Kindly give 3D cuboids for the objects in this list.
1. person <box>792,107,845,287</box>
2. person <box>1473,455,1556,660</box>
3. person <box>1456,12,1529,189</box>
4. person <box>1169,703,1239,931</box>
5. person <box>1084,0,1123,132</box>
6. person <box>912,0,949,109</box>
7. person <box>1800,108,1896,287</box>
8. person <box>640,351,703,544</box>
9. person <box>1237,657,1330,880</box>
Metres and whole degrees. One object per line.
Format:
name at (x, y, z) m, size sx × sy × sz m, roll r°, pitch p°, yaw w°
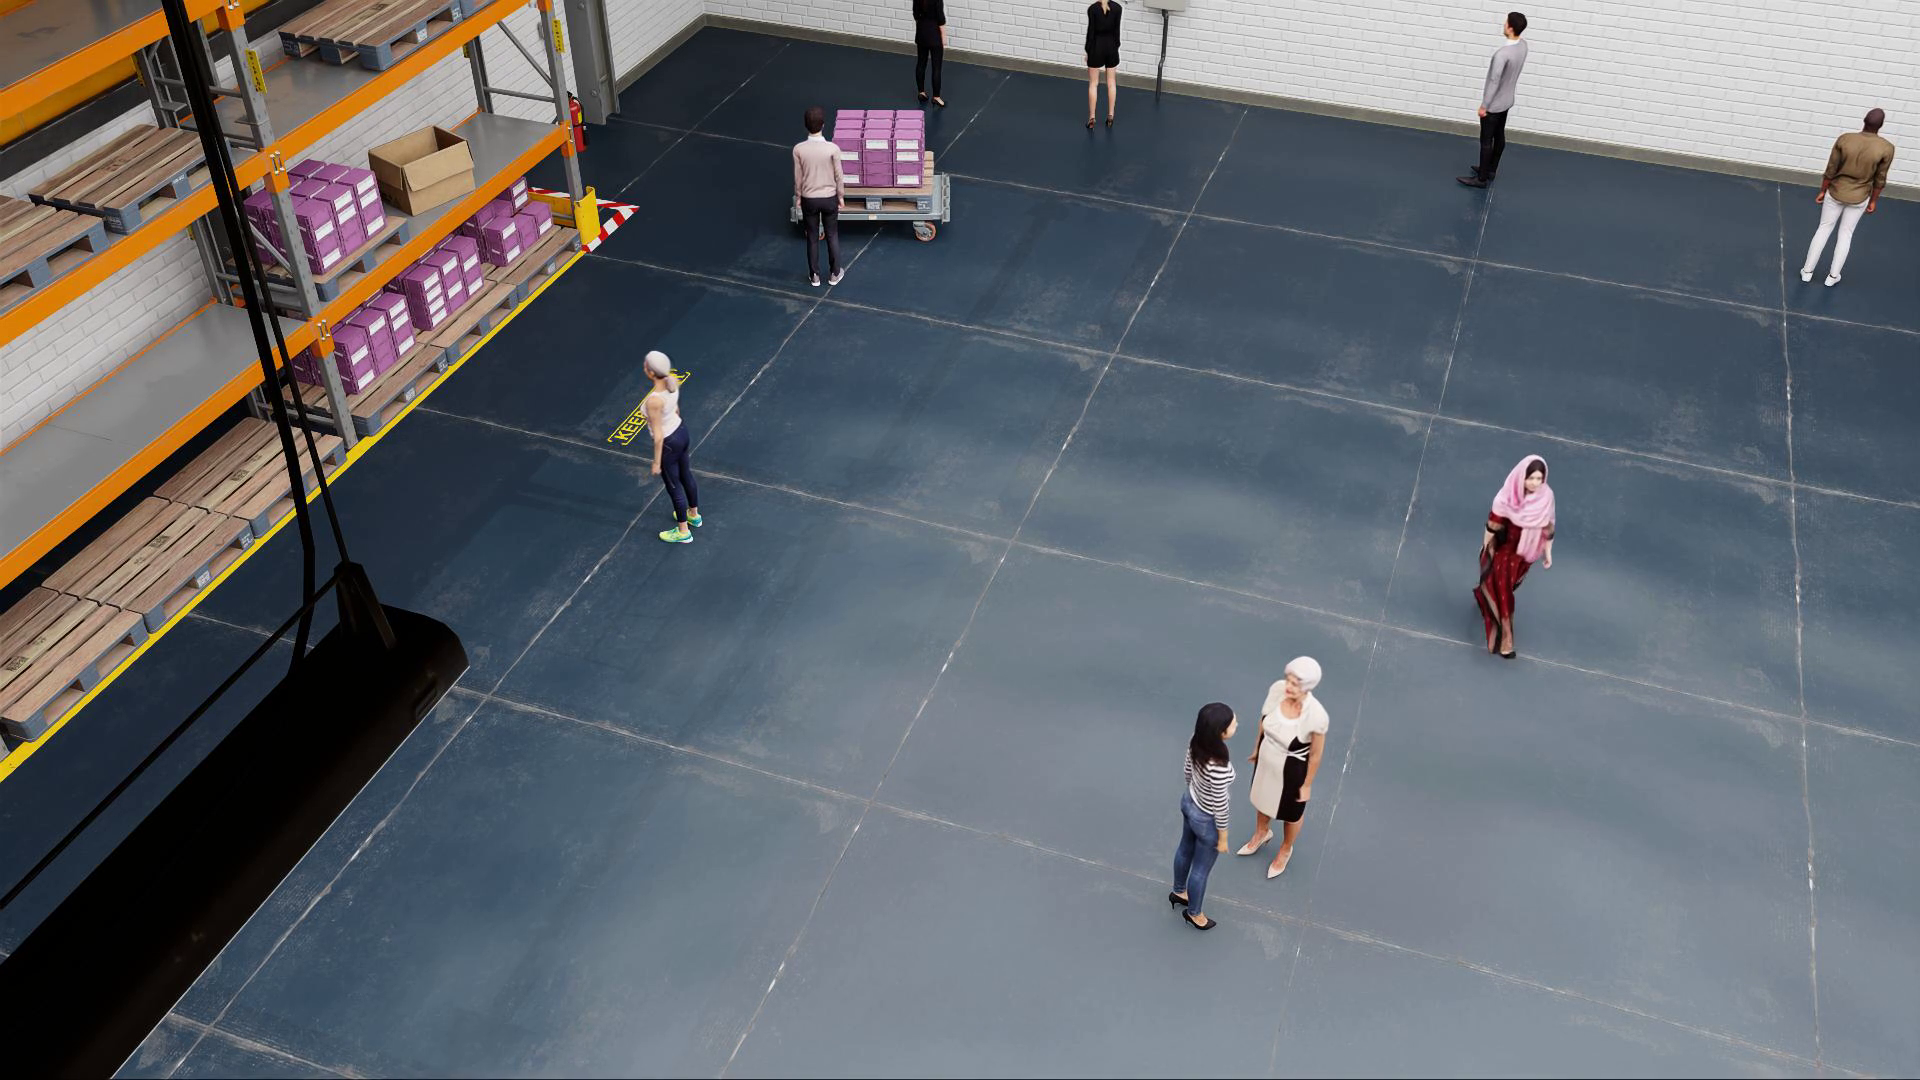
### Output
person at (-1.376, -3.336, 16.195) m, size 0.692 × 1.807 × 0.653 m, roll 0°, pitch 39°, yaw 0°
person at (4.020, 0.006, 12.156) m, size 0.988 × 1.626 × 1.169 m, roll -7°, pitch 39°, yaw -8°
person at (5.783, -4.721, 17.835) m, size 0.881 × 1.923 × 0.720 m, roll 29°, pitch 47°, yaw 31°
person at (1.457, 1.654, 9.955) m, size 0.713 × 1.796 × 0.619 m, roll -11°, pitch 40°, yaw -13°
person at (1.617, -5.563, 19.016) m, size 0.667 × 1.767 × 0.693 m, roll -9°, pitch 39°, yaw -11°
person at (-0.363, -5.913, 19.539) m, size 0.666 × 1.661 × 0.655 m, roll 27°, pitch 46°, yaw 30°
person at (8.637, -3.337, 16.182) m, size 0.756 × 1.825 × 0.636 m, roll 19°, pitch 43°, yaw 23°
person at (-2.262, -0.735, 13.023) m, size 0.670 × 1.701 × 0.477 m, roll 10°, pitch 40°, yaw 13°
person at (2.022, 1.396, 10.311) m, size 0.715 × 1.755 × 0.710 m, roll -25°, pitch 45°, yaw -28°
